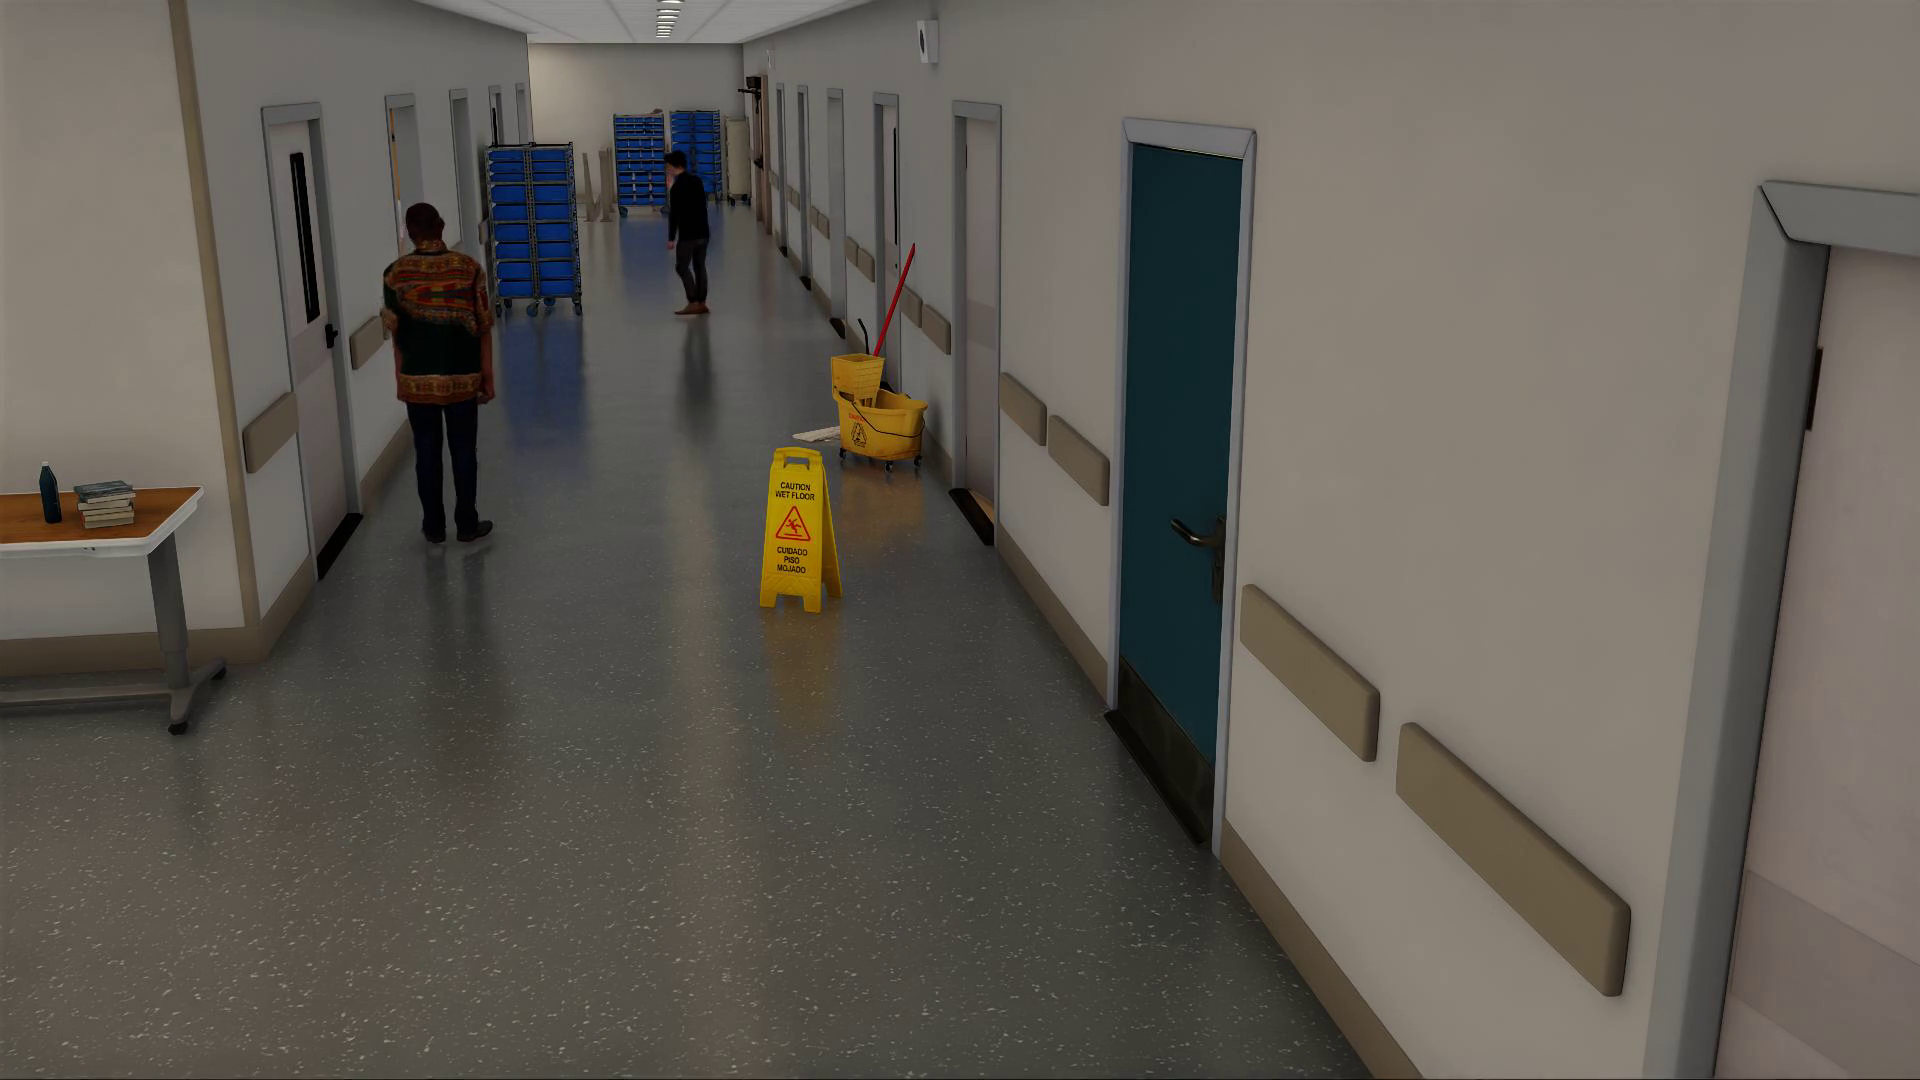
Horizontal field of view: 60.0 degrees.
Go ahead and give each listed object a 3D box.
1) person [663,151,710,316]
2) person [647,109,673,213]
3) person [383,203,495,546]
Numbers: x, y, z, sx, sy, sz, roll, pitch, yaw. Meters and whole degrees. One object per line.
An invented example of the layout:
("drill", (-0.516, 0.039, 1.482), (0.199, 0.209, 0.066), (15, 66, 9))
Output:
("person", (-2.764, -3.194, 17.310), (0.777, 1.685, 0.849), (-14, 21, -40))
("person", (-5.518, -6.888, 30.170), (0.795, 1.818, 0.819), (-10, 19, -31))
("person", (-2.744, -0.868, 8.766), (0.712, 1.805, 0.674), (-2, 16, -9))
